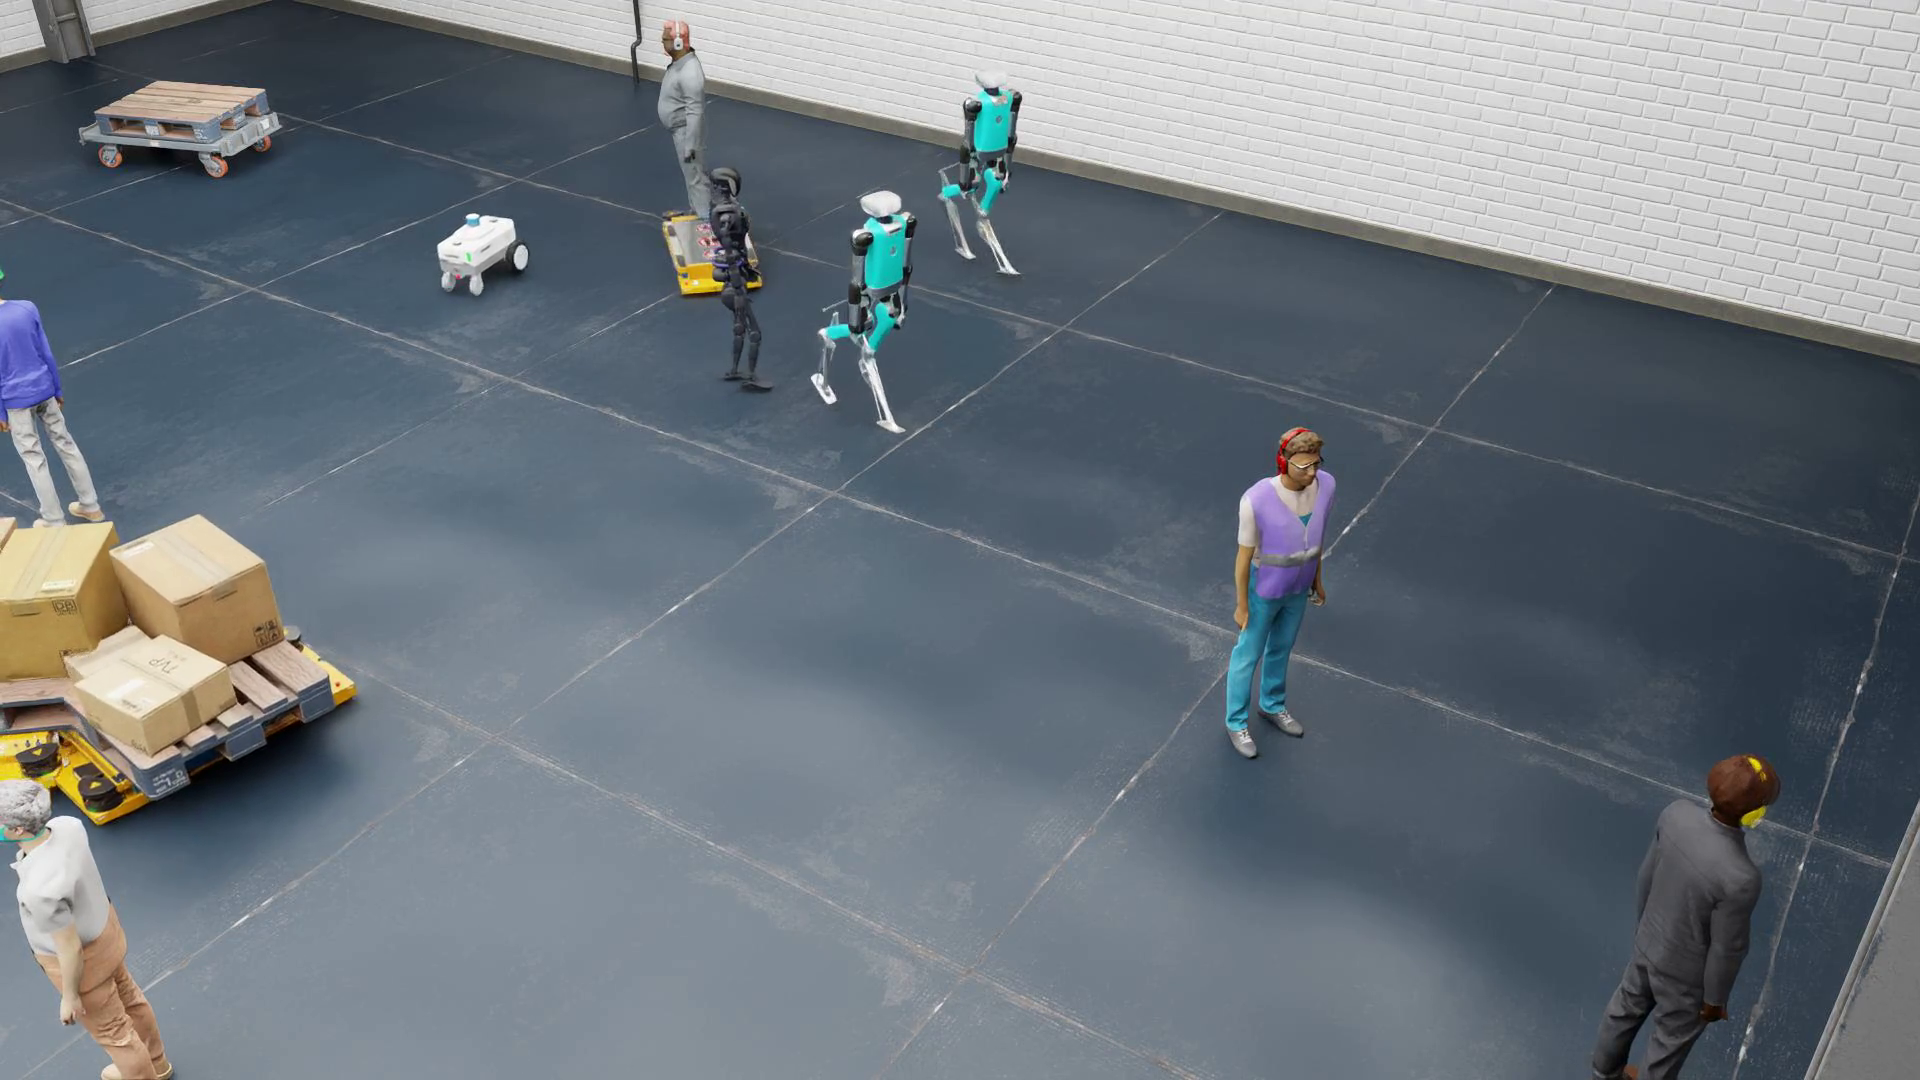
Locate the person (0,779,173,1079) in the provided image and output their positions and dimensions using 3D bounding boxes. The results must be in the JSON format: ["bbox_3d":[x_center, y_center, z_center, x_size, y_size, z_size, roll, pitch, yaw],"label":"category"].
[{"bbox_3d":[-3.387,1.598,6.402,0.321,1.748,0.479,-9,34,-13],"label":"person"}]

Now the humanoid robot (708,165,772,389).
[{"bbox_3d":[-1.569,-1.878,11.873,0.383,1.656,0.587,-1,33,-2],"label":"humanoid robot"}]

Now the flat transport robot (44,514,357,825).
[{"bbox_3d":[-4.011,0.948,8.782,0.659,0.231,1.431,26,41,34],"label":"flat transport robot"}]

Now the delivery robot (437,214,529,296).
[{"bbox_3d":[-3.961,-2.395,13.731,0.499,0.608,0.797,11,34,17],"label":"delivery robot"}]

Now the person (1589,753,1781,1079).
[{"bbox_3d":[2.745,1.573,6.325,0.338,1.872,0.500,-9,34,-14],"label":"person"}]

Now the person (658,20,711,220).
[{"bbox_3d":[-2.331,-3.439,14.094,0.410,1.910,0.638,-8,34,-13],"label":"person"}]

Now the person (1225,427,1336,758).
[{"bbox_3d":[1.605,0.239,8.424,0.564,1.847,0.388,-18,37,-26],"label":"person"}]

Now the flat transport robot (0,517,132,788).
[{"bbox_3d":[-4.998,0.835,8.957,0.659,0.231,1.431,-5,33,-7],"label":"flat transport robot"}]

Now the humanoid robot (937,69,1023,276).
[{"bbox_3d":[0.123,-3.002,13.577,0.538,1.768,0.923,-21,38,-30],"label":"humanoid robot"}]

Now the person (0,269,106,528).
[{"bbox_3d":[-5.709,-0.873,10.147,0.380,1.865,0.456,17,36,24],"label":"person"}]

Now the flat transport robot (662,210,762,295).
[{"bbox_3d":[-2.119,-2.460,14.084,0.659,0.231,1.431,-8,34,-13],"label":"flat transport robot"}]

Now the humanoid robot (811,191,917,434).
[{"bbox_3d":[-0.760,-1.638,11.485,0.997,1.767,0.532,28,42,36],"label":"humanoid robot"}]
